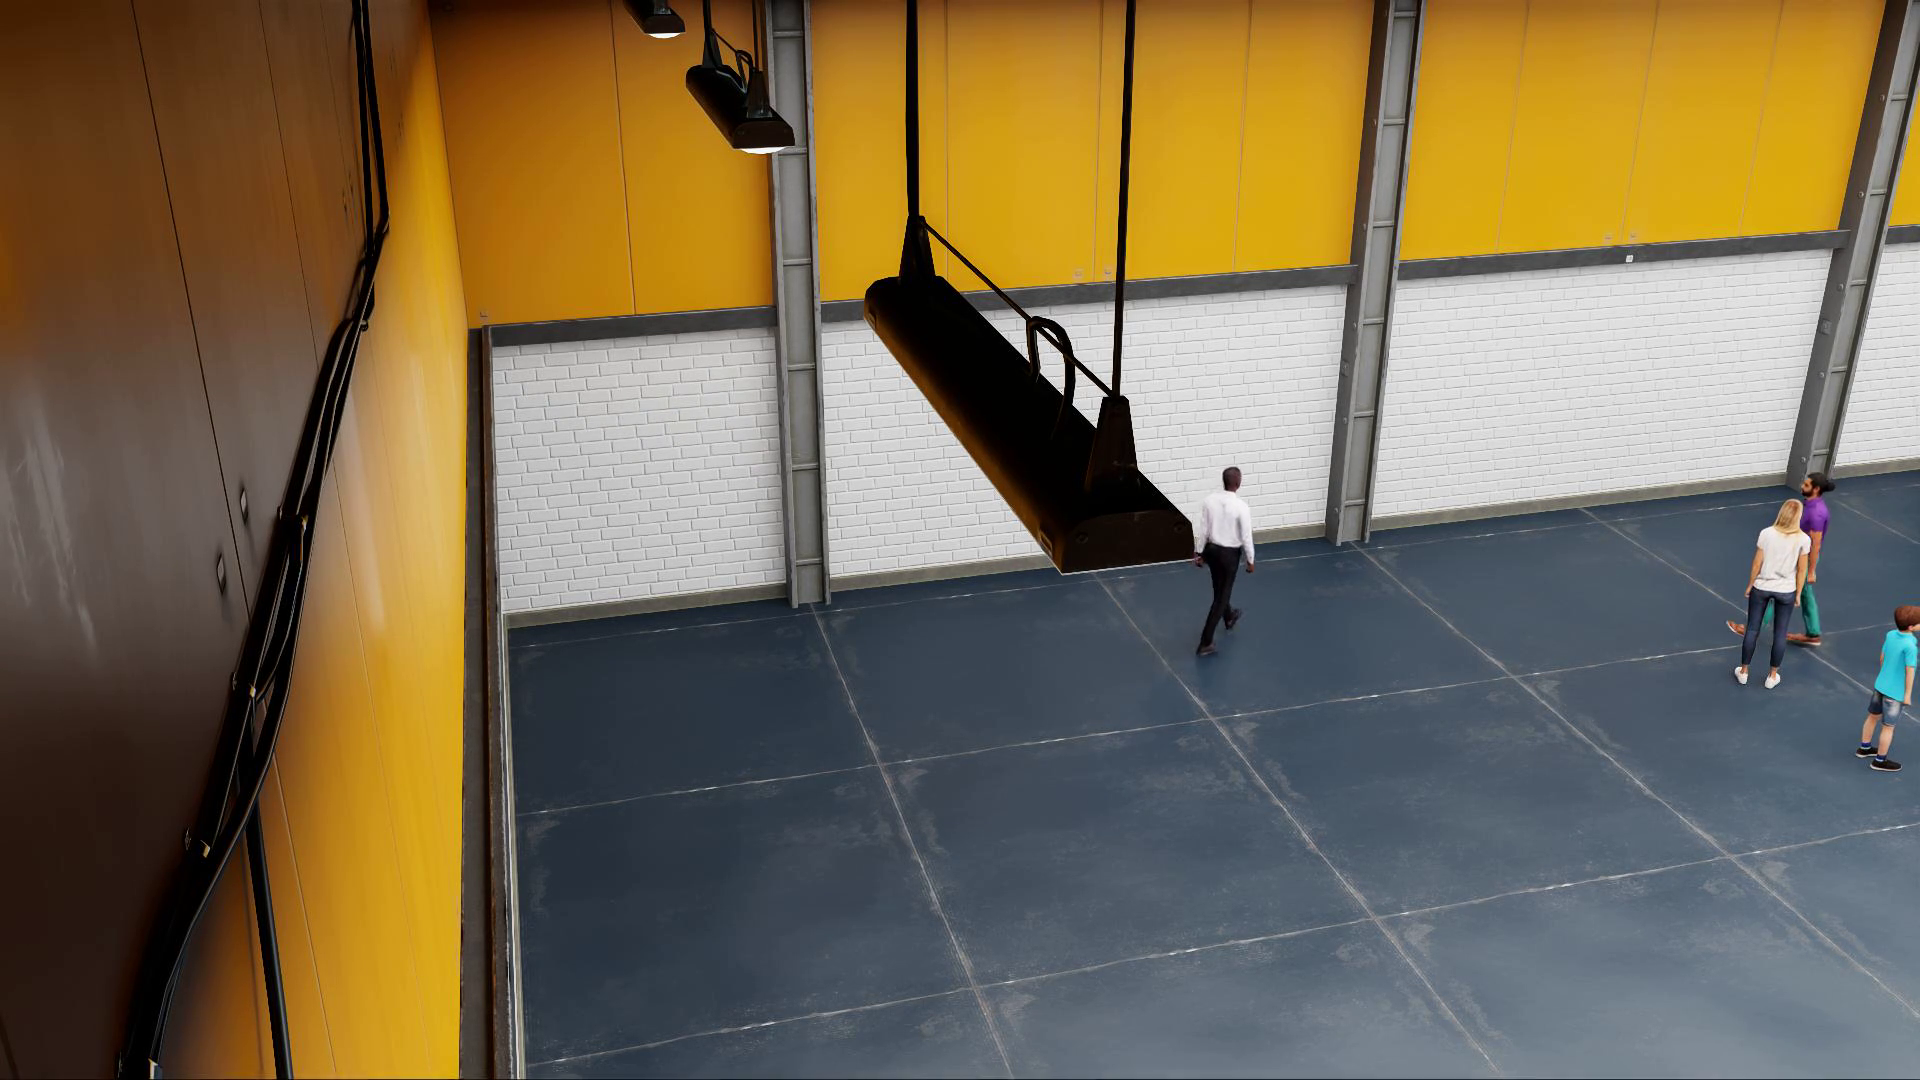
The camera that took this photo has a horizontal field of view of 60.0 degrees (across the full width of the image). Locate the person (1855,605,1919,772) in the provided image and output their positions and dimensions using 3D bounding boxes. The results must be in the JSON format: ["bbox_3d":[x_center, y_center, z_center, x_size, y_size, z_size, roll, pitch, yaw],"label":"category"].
[{"bbox_3d":[7.698,1.196,13.737,0.535,1.448,0.554,-2,24,-4],"label":"person"}]

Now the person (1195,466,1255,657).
[{"bbox_3d":[2.393,0.229,15.508,1.081,1.802,1.234,18,30,36],"label":"person"}]

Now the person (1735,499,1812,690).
[{"bbox_3d":[7.313,0.472,14.945,0.650,1.809,0.730,11,26,23],"label":"person"}]

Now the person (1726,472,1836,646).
[{"bbox_3d":[8.009,0.221,15.617,1.186,1.730,1.039,8,25,18],"label":"person"}]
